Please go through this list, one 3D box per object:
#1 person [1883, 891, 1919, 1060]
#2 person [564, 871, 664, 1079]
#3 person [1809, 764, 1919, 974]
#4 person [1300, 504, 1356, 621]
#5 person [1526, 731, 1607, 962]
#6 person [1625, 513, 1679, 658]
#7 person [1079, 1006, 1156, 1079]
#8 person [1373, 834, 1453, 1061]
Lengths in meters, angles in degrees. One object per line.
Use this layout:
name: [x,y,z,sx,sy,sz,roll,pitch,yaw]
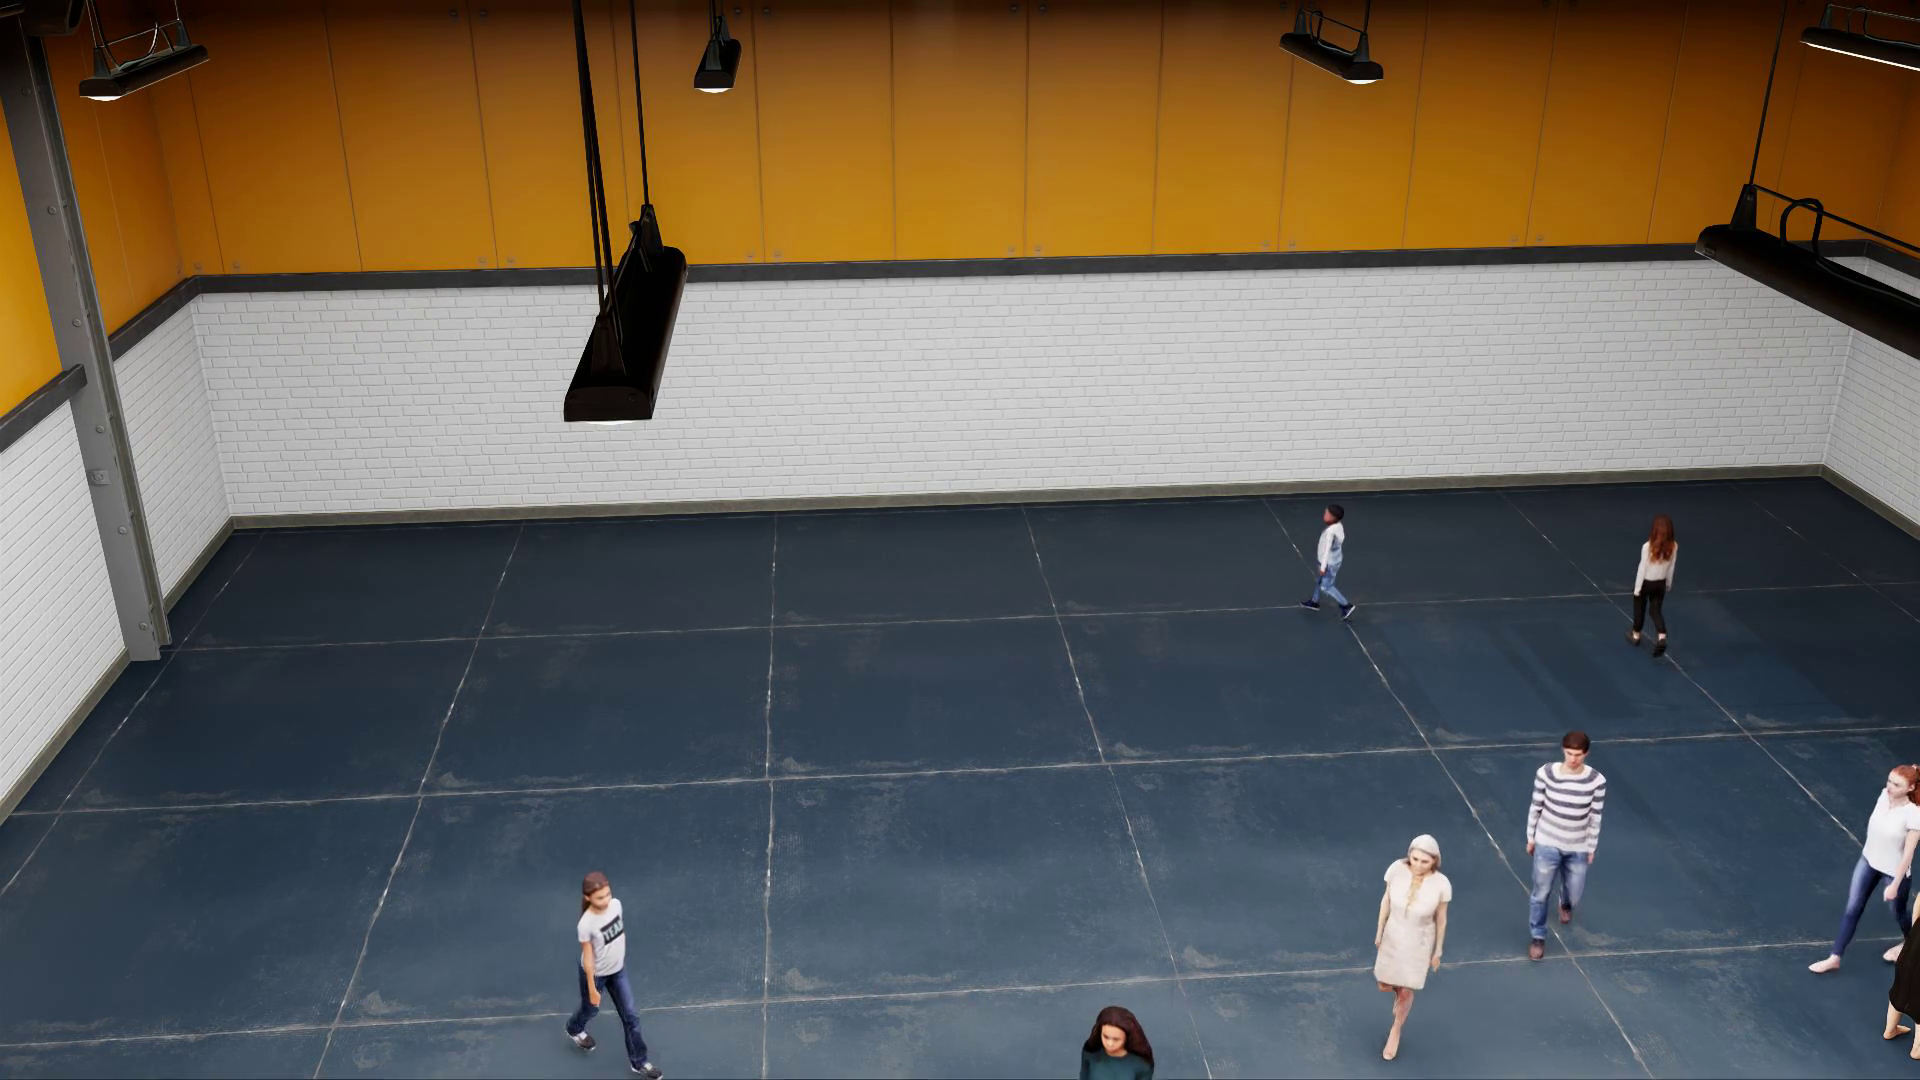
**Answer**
person: [6.522,2.726,11.147,0.701,1.625,0.587,-9,25,-20]
person: [-2.419,2.835,11.016,1.059,1.530,1.041,16,28,32]
person: [6.706,2.357,11.896,0.810,1.700,1.115,-7,25,-16]
person: [3.892,0.232,17.332,0.835,1.240,0.844,13,27,28]
person: [4.404,2.166,12.159,0.866,1.840,0.990,9,25,20]
person: [6.905,0.471,16.501,0.554,1.468,0.887,-3,24,-7]
person: [0.930,3.368,9.748,0.888,1.569,1.159,8,25,17]
person: [3.019,2.669,11.151,0.816,1.725,0.895,13,27,27]
